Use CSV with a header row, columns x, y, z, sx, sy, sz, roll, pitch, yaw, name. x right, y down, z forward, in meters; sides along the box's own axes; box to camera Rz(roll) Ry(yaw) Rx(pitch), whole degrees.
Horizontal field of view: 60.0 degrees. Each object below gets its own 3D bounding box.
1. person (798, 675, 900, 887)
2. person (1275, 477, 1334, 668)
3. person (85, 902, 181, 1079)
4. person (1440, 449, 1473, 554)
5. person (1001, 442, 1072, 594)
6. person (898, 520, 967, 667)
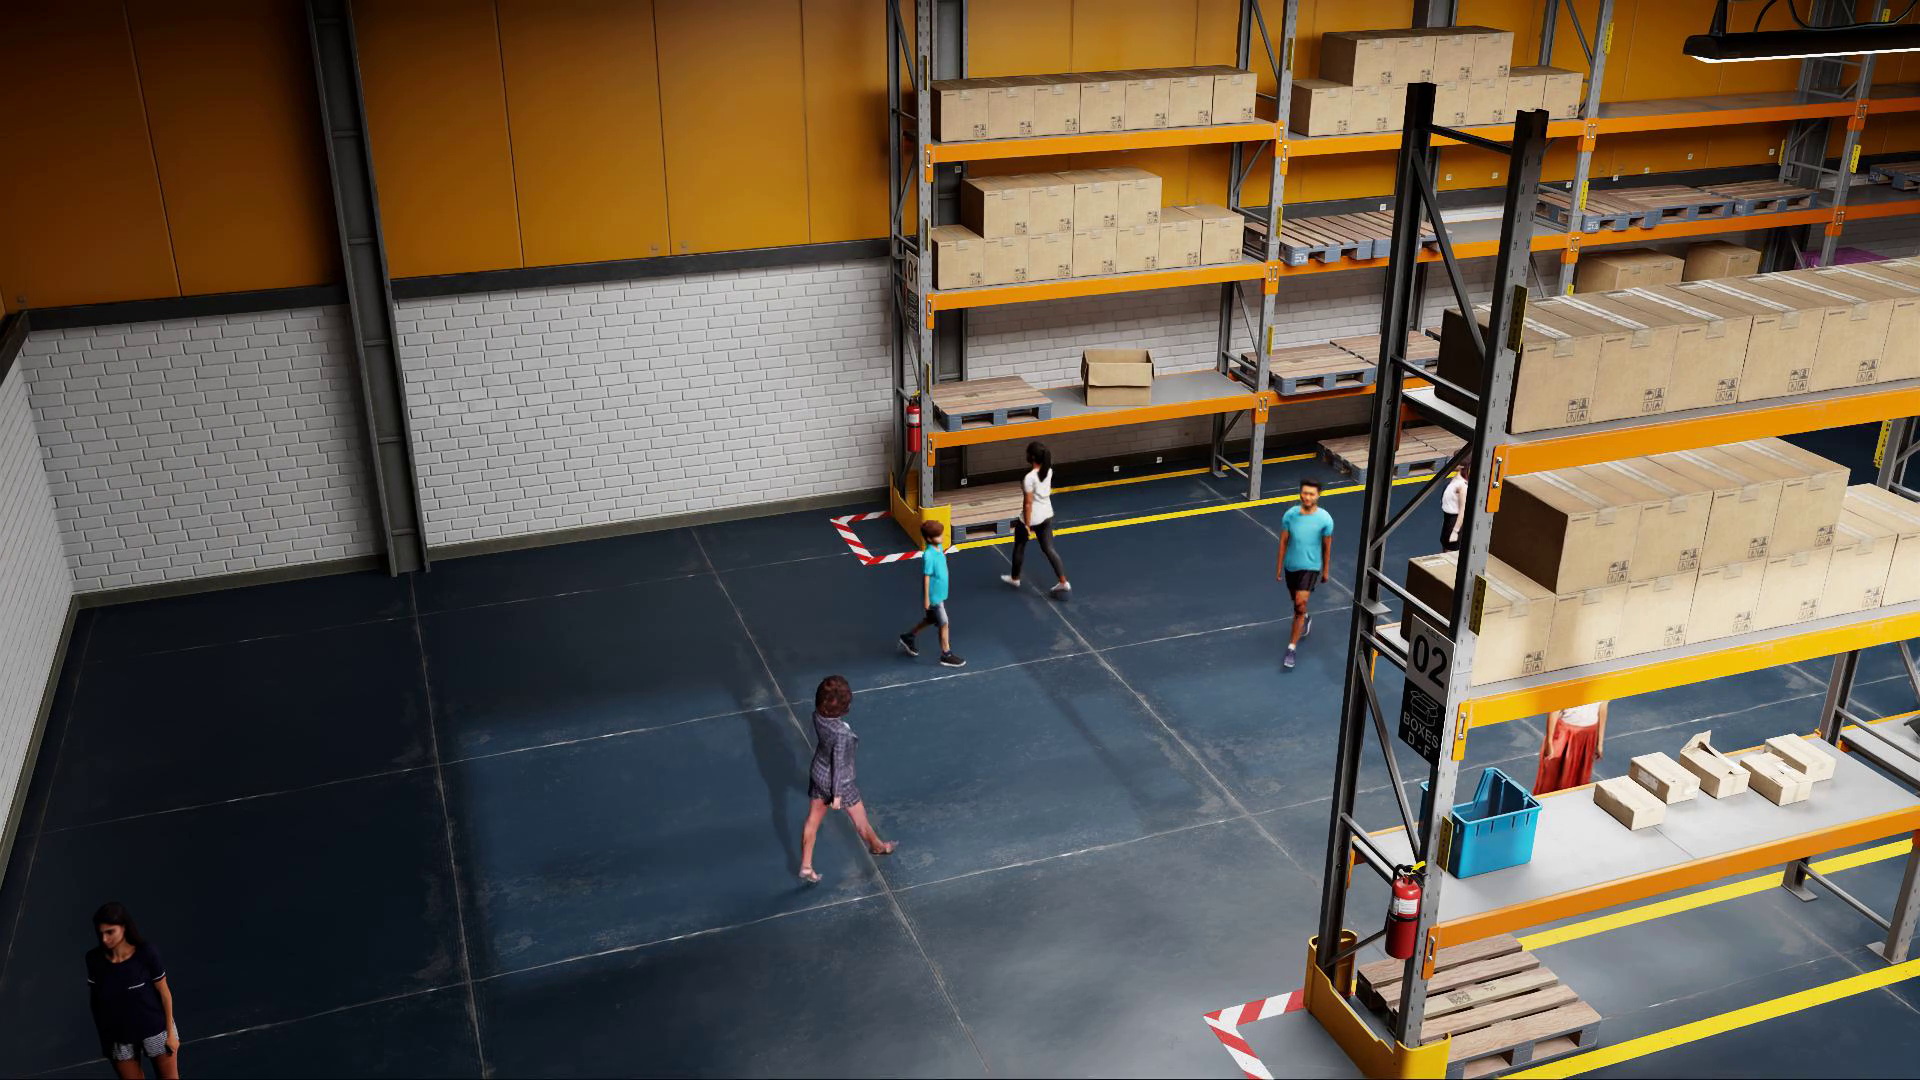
x,y,z,sx,sy,sz,roll,pitch,yaw,name
-1.004,1.789,12.028,1.116,1.656,0.798,-16,28,-32,person
3.204,0.236,15.484,1.131,1.735,1.216,11,26,24,person
-4.697,2.823,9.525,0.516,1.766,0.673,-4,24,-8,person
4.880,-0.126,16.418,0.618,1.649,0.619,1,24,2,person
0.832,-0.193,16.619,1.051,1.612,0.917,-21,31,-39,person
-0.294,0.473,15.328,0.980,1.425,0.869,7,25,17,person
